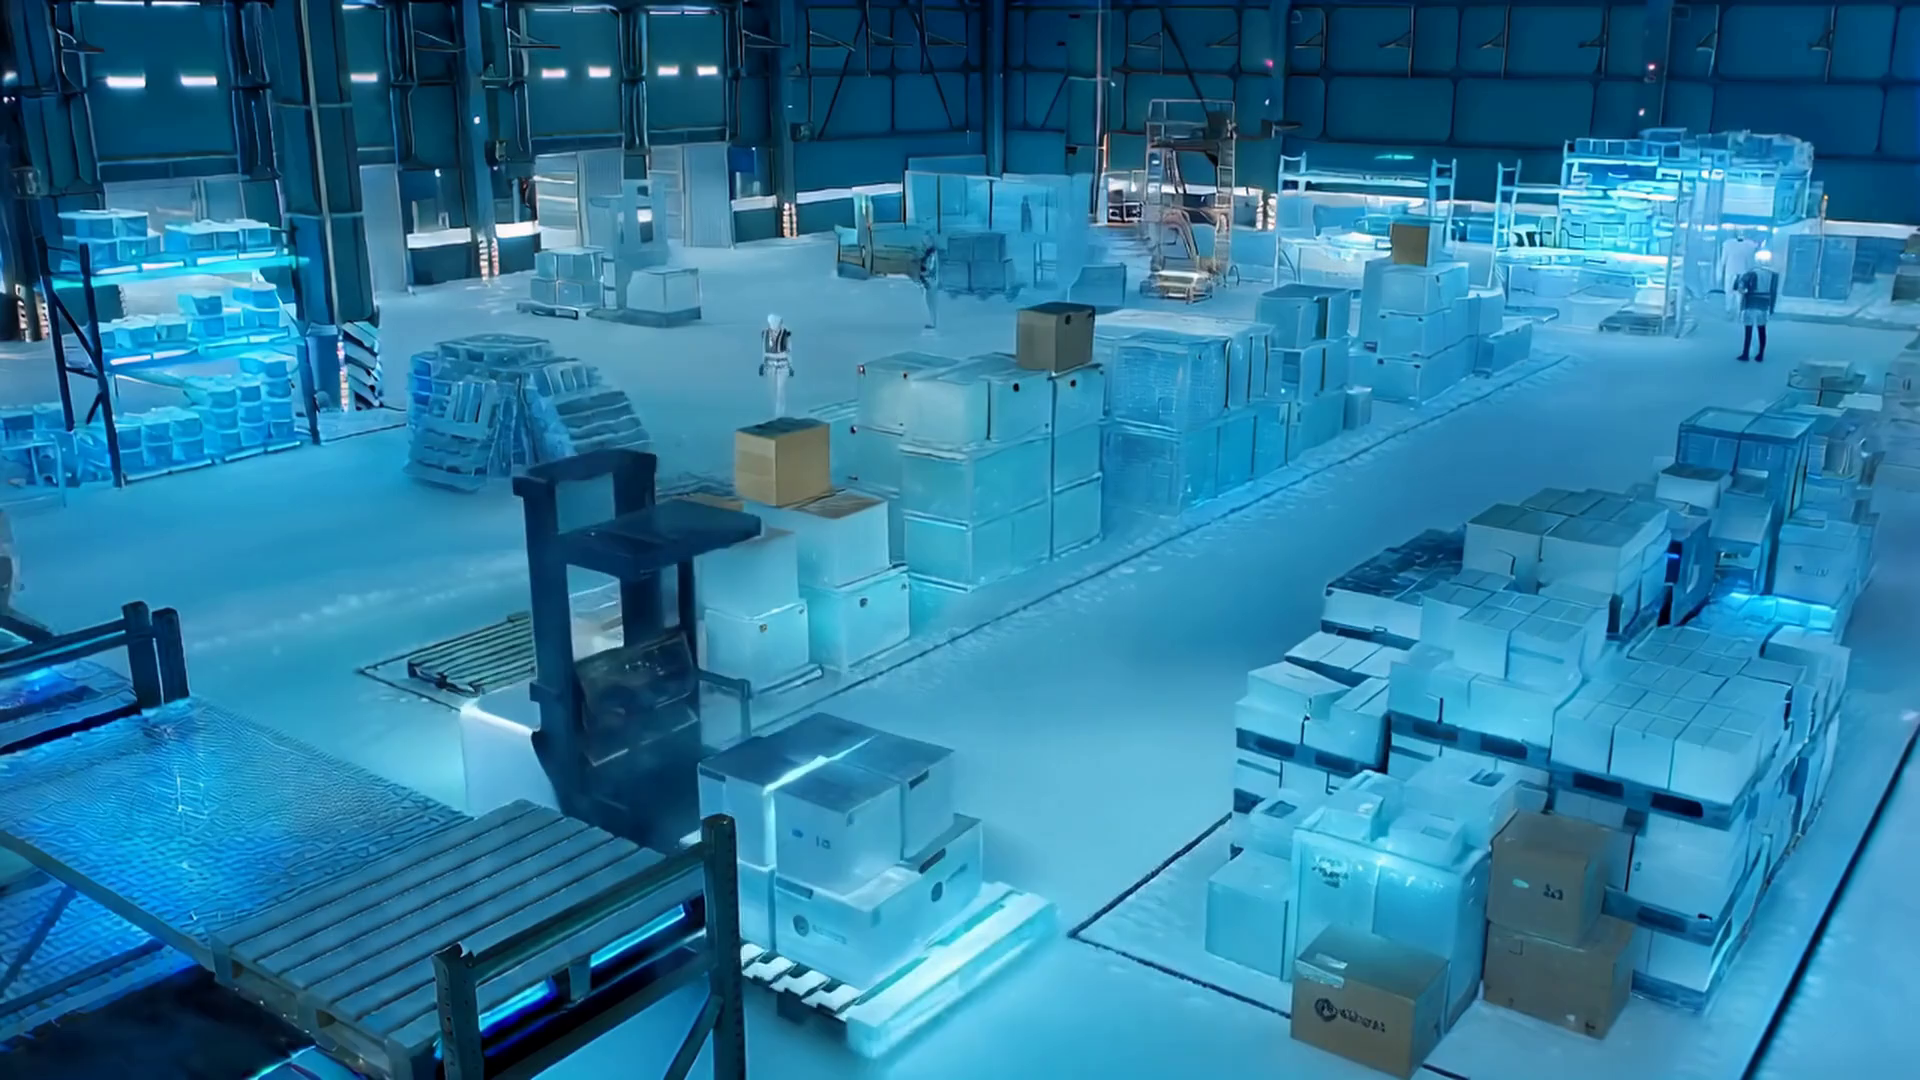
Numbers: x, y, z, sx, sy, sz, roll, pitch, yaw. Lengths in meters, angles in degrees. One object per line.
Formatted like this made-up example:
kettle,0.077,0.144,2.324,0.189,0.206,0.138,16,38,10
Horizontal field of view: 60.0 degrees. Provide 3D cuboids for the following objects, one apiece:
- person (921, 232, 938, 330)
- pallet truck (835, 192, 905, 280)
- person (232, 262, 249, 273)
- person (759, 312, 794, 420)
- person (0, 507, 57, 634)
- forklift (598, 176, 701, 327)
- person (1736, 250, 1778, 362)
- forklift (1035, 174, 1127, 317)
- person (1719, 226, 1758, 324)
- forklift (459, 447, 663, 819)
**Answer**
person,-0.586,-4.975,31.958,0.340,1.880,0.599,0,17,1
pallet truck,-1.936,-7.159,38.982,1.885,1.965,0.823,-12,21,-34
person,-11.913,-3.721,27.759,0.800,1.901,0.568,-16,23,-42
person,-2.656,-2.547,24.363,0.526,1.621,0.689,5,17,16
person,-8.436,0.273,14.676,0.522,1.825,0.672,12,21,35
forklift,-6.138,-5.705,32.666,1.873,2.768,1.129,12,21,35
person,13.811,-4.053,28.830,0.543,1.928,0.391,0,17,0
forklift,2.374,-5.841,33.115,1.873,2.768,1.129,3,17,10
person,15.404,-5.282,32.973,0.646,1.886,1.060,9,19,27
forklift,-2.394,0.831,11.024,1.873,2.768,1.129,12,21,35
